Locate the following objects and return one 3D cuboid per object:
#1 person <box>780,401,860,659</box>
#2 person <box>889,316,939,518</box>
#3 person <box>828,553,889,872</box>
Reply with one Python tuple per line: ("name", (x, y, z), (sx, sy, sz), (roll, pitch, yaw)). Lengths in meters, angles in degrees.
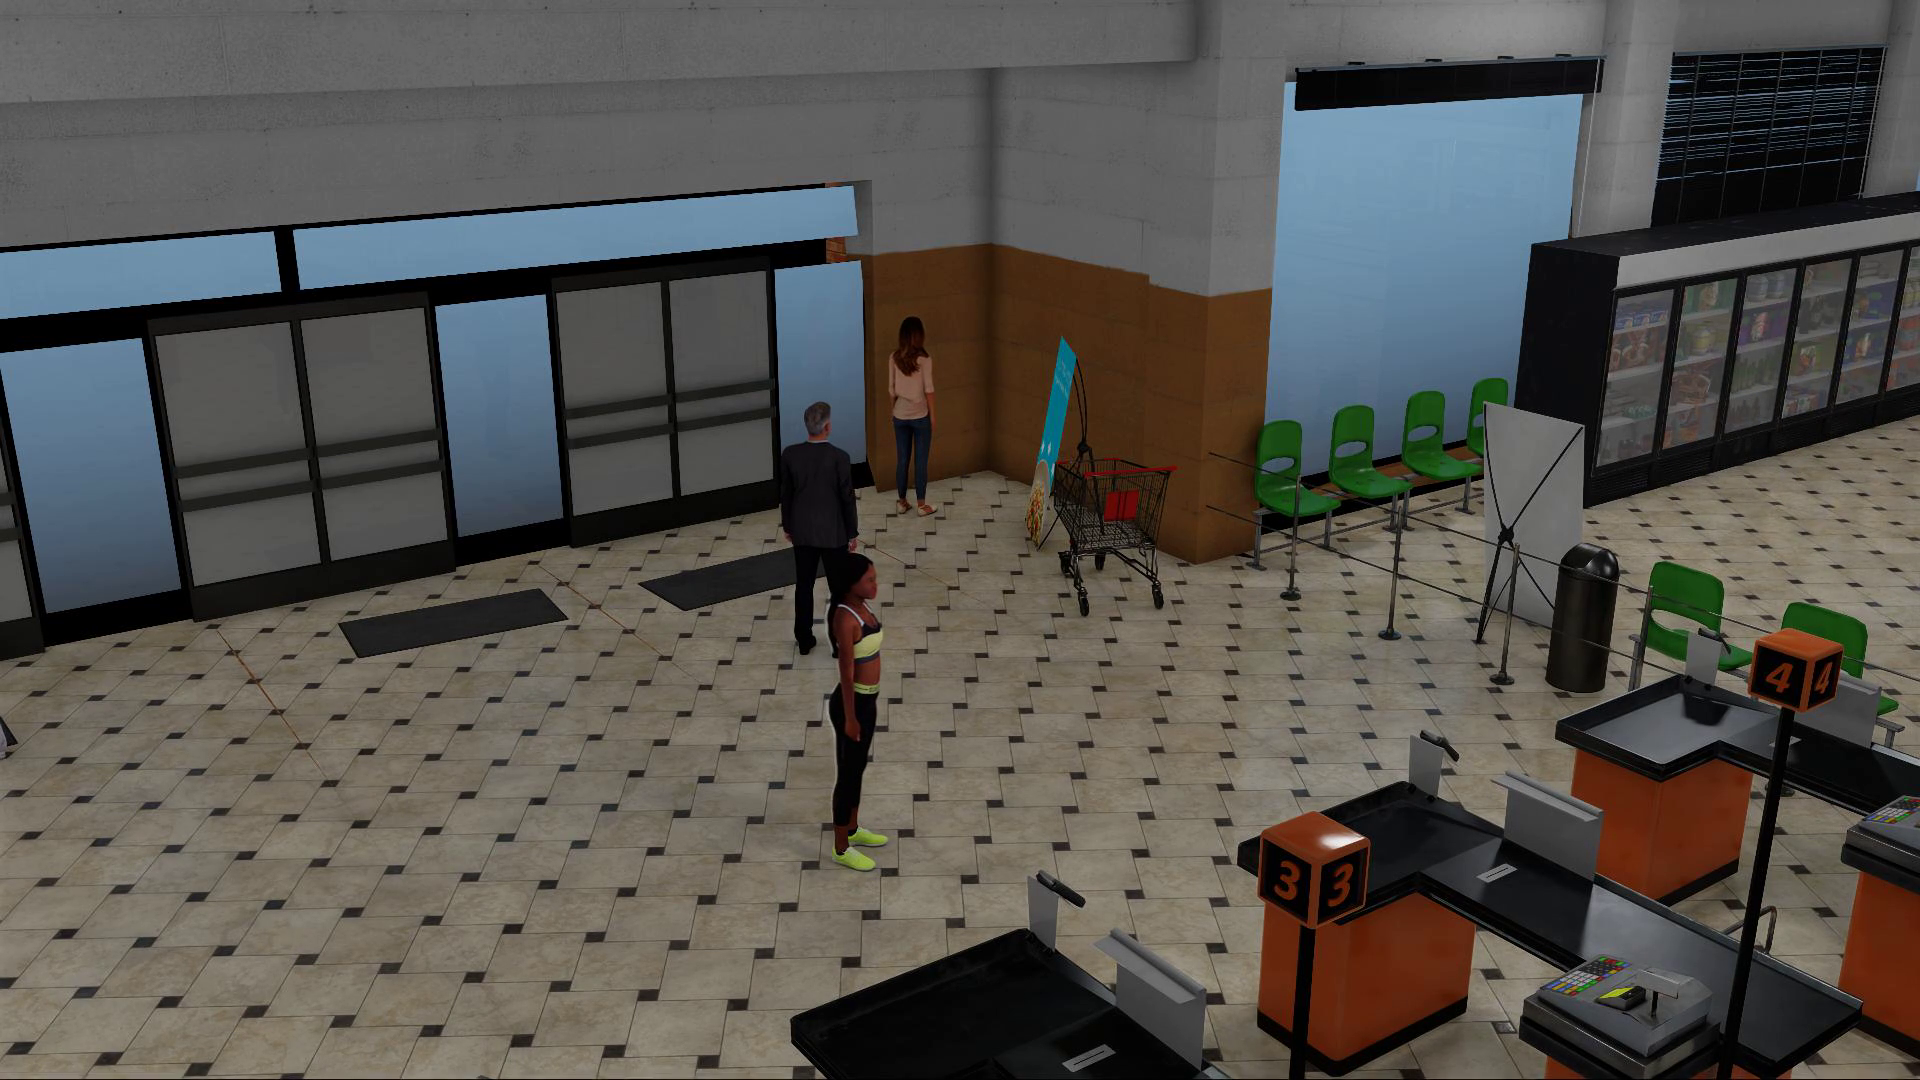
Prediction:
("person", (-0.983, -0.076, 11.689), (0.771, 1.839, 0.866), (5, 19, 16))
("person", (-0.428, -1.101, 14.801), (0.618, 1.792, 0.730), (9, 21, 25))
("person", (-0.573, 0.899, 8.931), (0.695, 1.754, 0.641), (4, 19, 11))
